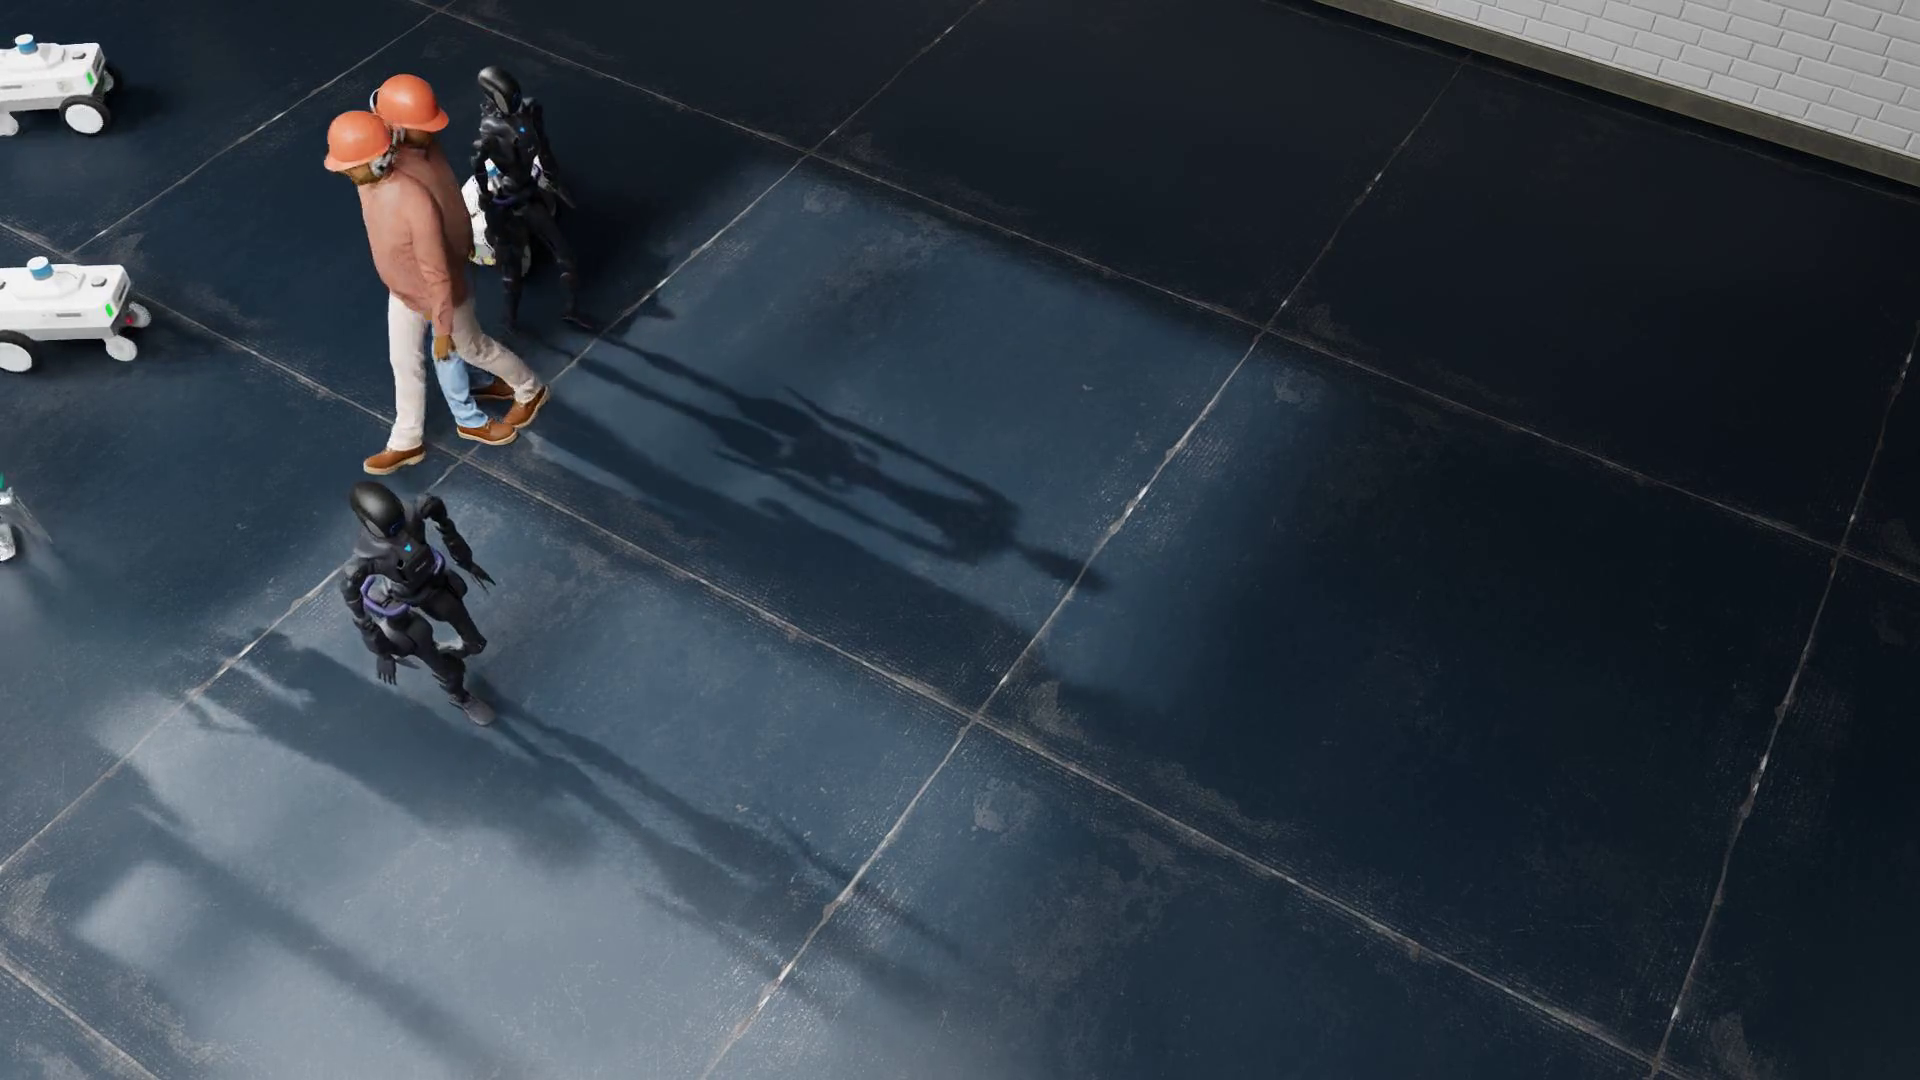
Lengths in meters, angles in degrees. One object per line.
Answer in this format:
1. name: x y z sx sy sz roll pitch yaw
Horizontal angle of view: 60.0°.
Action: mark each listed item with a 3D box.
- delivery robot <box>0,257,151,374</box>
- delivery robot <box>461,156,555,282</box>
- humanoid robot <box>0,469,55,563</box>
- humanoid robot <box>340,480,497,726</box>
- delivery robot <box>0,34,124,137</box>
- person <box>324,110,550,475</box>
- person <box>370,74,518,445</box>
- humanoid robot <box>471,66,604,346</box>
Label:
1. delivery robot: -4.716 -1.210 8.693 0.812 0.609 0.499 -2 49 -2
2. delivery robot: -2.577 -1.810 9.216 0.499 0.606 0.796 12 50 11
3. humanoid robot: -4.506 -0.499 7.331 0.531 1.857 0.752 -20 52 -17
4. humanoid robot: -2.217 0.219 6.701 0.560 1.622 0.625 27 54 21
5. delivery robot: -5.503 -2.760 10.051 0.811 0.614 0.499 -6 49 -5
6. person: -2.481 -1.156 7.728 0.653 1.953 0.969 36 58 27
7. person: -2.414 -1.303 7.817 0.390 1.984 0.610 0 49 0
8. humanoid robot: -2.199 -1.678 8.355 0.546 1.646 0.603 20 52 17
